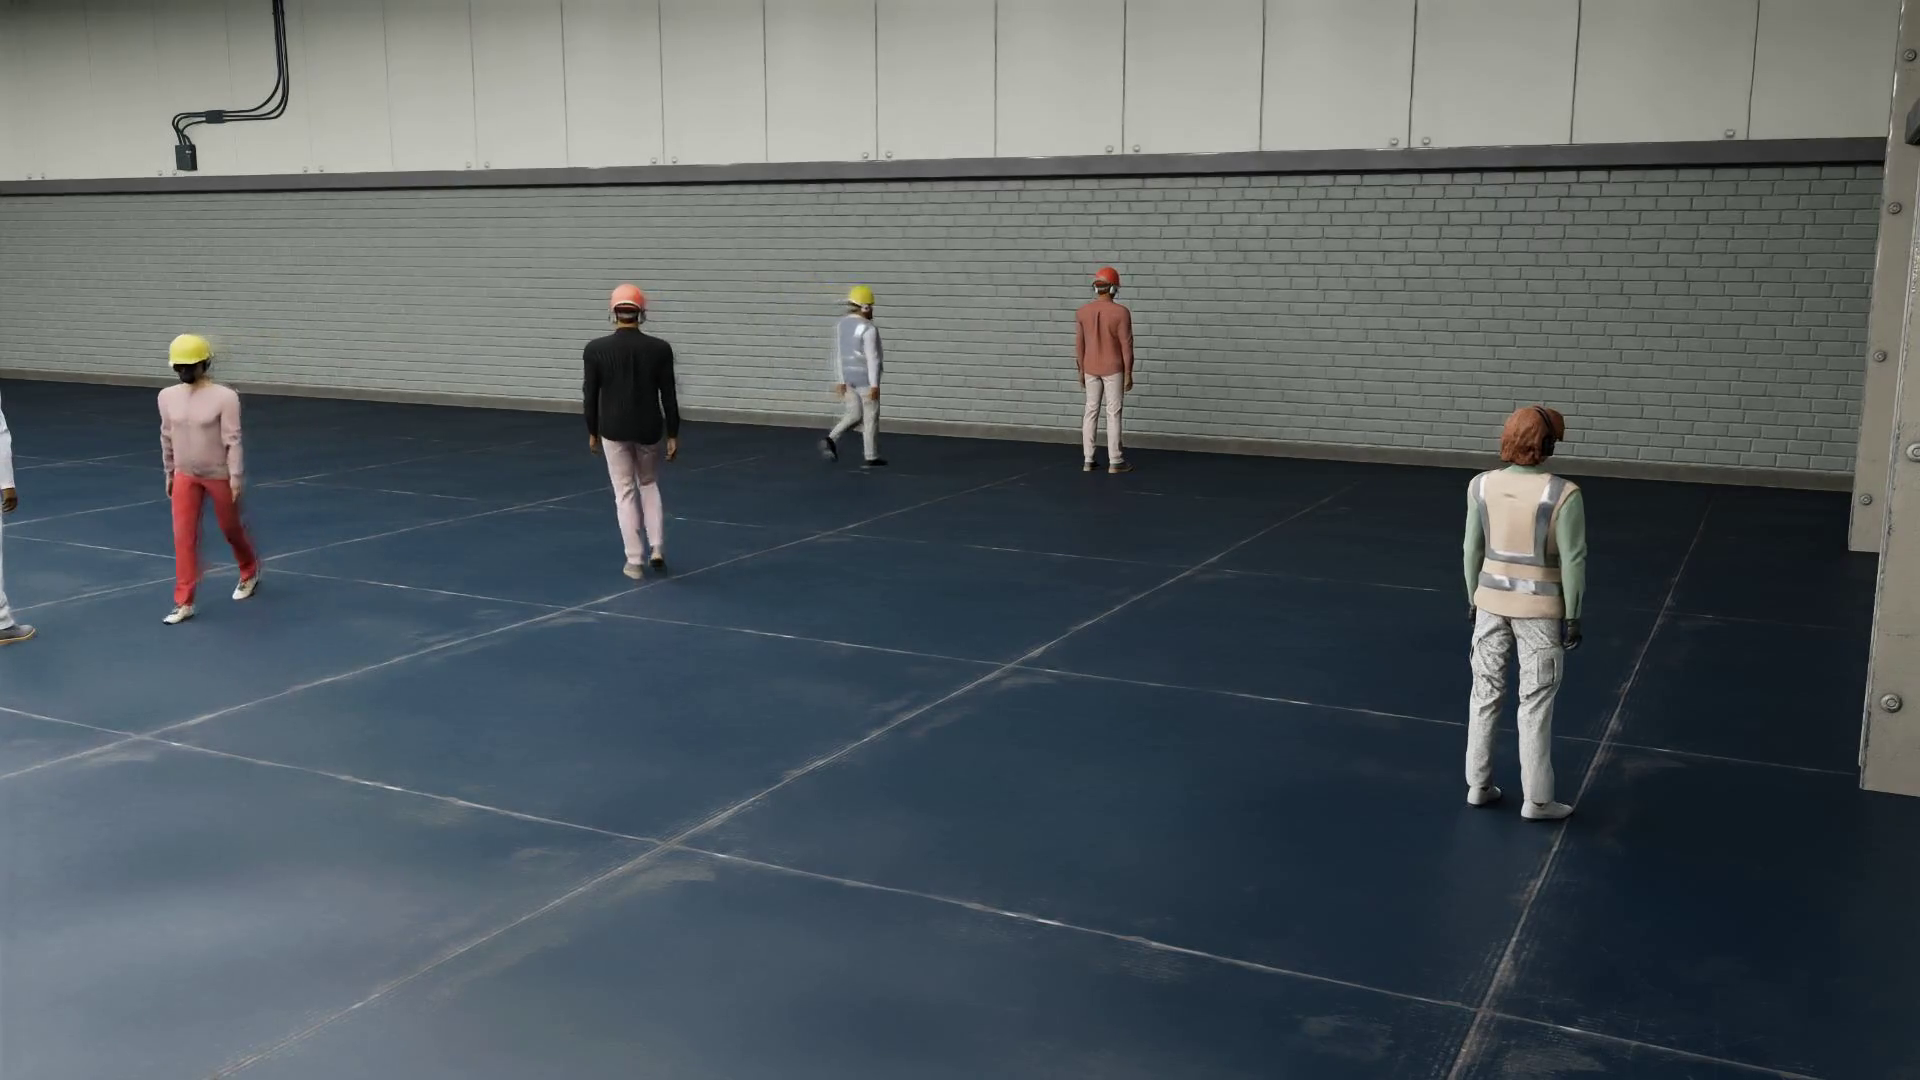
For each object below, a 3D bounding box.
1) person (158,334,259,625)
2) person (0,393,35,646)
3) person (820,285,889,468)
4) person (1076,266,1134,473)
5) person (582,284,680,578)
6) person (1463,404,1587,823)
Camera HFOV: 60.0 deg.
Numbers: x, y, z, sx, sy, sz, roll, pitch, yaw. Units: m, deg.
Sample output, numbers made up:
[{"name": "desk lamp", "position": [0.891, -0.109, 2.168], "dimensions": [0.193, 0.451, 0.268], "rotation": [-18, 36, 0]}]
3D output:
[{"name": "person", "position": [-4.601, -0.409, 10.178], "dimensions": [0.527, 1.713, 0.922], "rotation": [0, 10, 1]}, {"name": "person", "position": [-5.555, -0.335, 9.299], "dimensions": [0.585, 1.882, 0.337], "rotation": [2, 11, 9]}, {"name": "person", "position": [-1.018, -1.586, 16.312], "dimensions": [0.630, 1.815, 0.598], "rotation": [-7, 13, -35]}, {"name": "person", "position": [1.413, -1.646, 16.144], "dimensions": [0.611, 1.995, 0.376], "rotation": [7, 12, 33]}, {"name": "person", "position": [-2.225, -0.729, 11.221], "dimensions": [0.611, 1.970, 0.480], "rotation": [-4, 11, -22]}, {"name": "person", "position": [2.213, 0.289, 6.558], "dimensions": [0.310, 1.642, 0.514], "rotation": [-9, 14, -40]}]
